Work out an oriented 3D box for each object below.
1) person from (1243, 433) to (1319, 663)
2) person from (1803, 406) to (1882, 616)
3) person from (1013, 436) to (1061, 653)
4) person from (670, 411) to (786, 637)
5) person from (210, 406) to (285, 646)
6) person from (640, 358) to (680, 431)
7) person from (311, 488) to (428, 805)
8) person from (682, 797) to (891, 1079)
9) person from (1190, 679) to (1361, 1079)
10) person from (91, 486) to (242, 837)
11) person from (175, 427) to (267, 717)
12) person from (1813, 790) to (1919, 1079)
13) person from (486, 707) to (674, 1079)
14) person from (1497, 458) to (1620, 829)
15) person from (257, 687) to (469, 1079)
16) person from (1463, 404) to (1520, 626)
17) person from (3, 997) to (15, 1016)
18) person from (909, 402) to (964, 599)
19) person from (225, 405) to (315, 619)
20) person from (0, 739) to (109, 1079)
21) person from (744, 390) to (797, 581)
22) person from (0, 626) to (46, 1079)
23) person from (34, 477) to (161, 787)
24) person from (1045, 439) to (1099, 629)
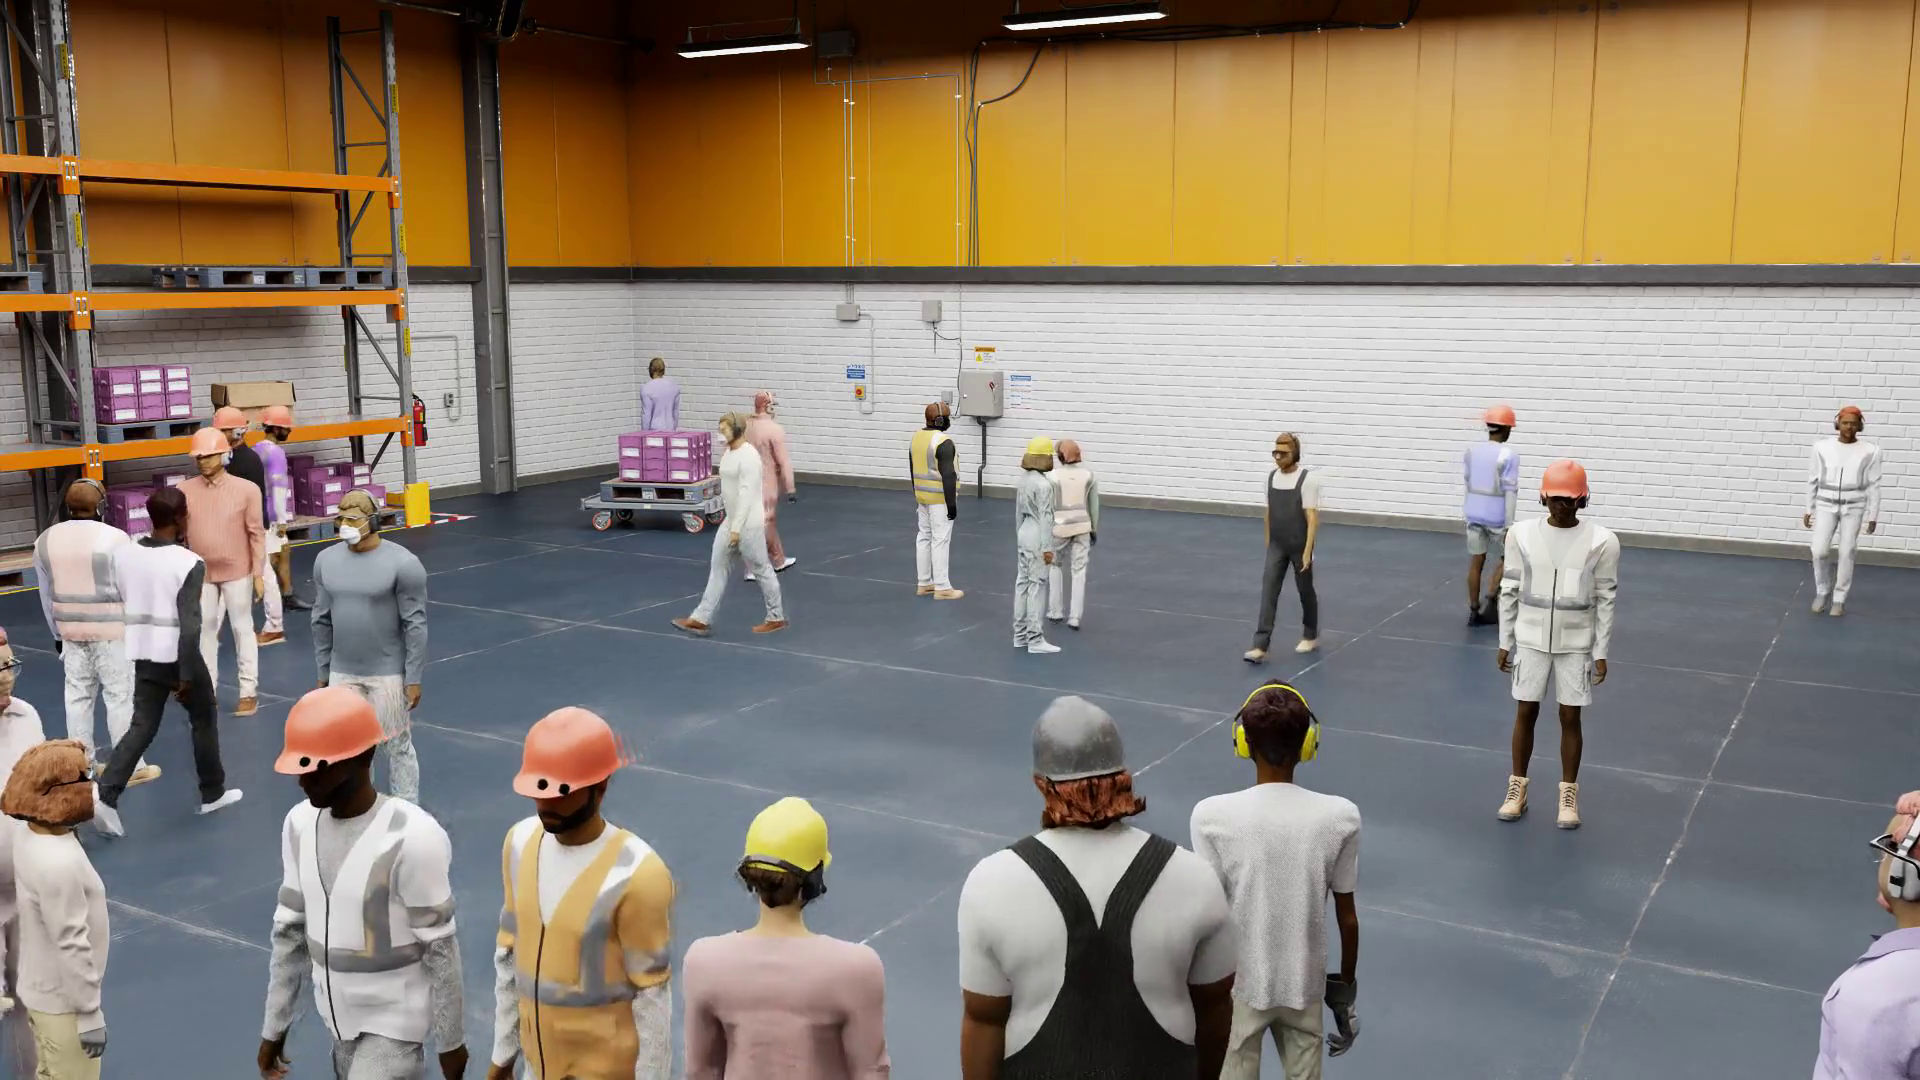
[{"bbox_3d":[2.577,0.059,13.037,0.533,1.801,0.963,7,12,38],"label":"person"},{"bbox_3d":[7.787,-0.248,14.688,0.599,1.868,0.449,6,11,33],"label":"person"},{"bbox_3d":[0.627,0.029,13.373,0.325,1.740,0.492,-4,10,-23],"label":"person"},{"bbox_3d":[-1.897,-0.115,13.796,0.999,1.885,0.651,-5,11,-30],"label":"person"},{"bbox_3d":[-5.883,-0.075,13.319,0.647,1.960,0.905,8,12,41],"label":"person"},{"bbox_3d":[-3.934,-1.410,21.741,0.373,1.940,0.628,7,11,37],"label":"person"},{"bbox_3d":[-3.054,0.694,8.608,0.630,1.940,0.372,2,9,11],"label":"person"},{"bbox_3d":[-0.416,1.499,4.140,0.549,1.748,0.374,2,9,10],"label":"person"},{"bbox_3d":[0.904,1.332,4.856,0.532,1.864,0.310,0,9,-2],"label":"person"},{"bbox_3d":[-4.377,0.651,9.075,0.583,1.886,0.899,2,9,15],"label":"person"},{"bbox_3d":[-5.069,0.221,11.388,0.613,1.994,0.385,-1,9,-5],"label":"person"},{"bbox_3d":[2.106,1.493,3.718,0.638,1.911,0.406,-4,10,-24],"label":"person"},{"bbox_3d":[-0.982,1.359,4.514,0.556,1.918,0.778,6,11,33],"label":"person"},{"bbox_3d":[3.258,0.562,9.117,0.607,2.040,0.378,4,10,25],"label":"person"},{"bbox_3d":[-1.723,1.352,4.581,0.557,1.906,0.810,5,11,30],"label":"person"},{"bbox_3d":[4.554,-0.199,14.240,0.426,1.918,0.555,-7,12,-38],"label":"person"},{"bbox_3d":[-4.015,1.136,6.626,0.379,1.681,0.551,-4,10,-21],"label":"person"},{"bbox_3d":[-0.210,-0.370,15.550,0.429,1.842,0.635,-6,11,-33],"label":"person"},{"bbox_3d":[-6.140,-0.235,14.574,0.870,1.898,0.588,-8,12,-42],"label":"person"},{"bbox_3d":[-2.724,1.408,5.098,0.278,1.634,0.499,-7,12,-39],"label":"person"},{"bbox_3d":[-1.852,-0.551,16.587,0.670,1.870,0.897,9,13,43],"label":"person"},{"bbox_3d":[-3.329,1.199,5.627,0.608,1.887,0.684,2,9,12],"label":"person"},{"bbox_3d":[-5.078,0.548,9.817,0.625,1.847,0.429,1,9,8],"label":"person"},{"bbox_3d":[0.923,-0.064,14.313,0.555,1.606,0.667,-2,9,-14],"label":"person"}]
